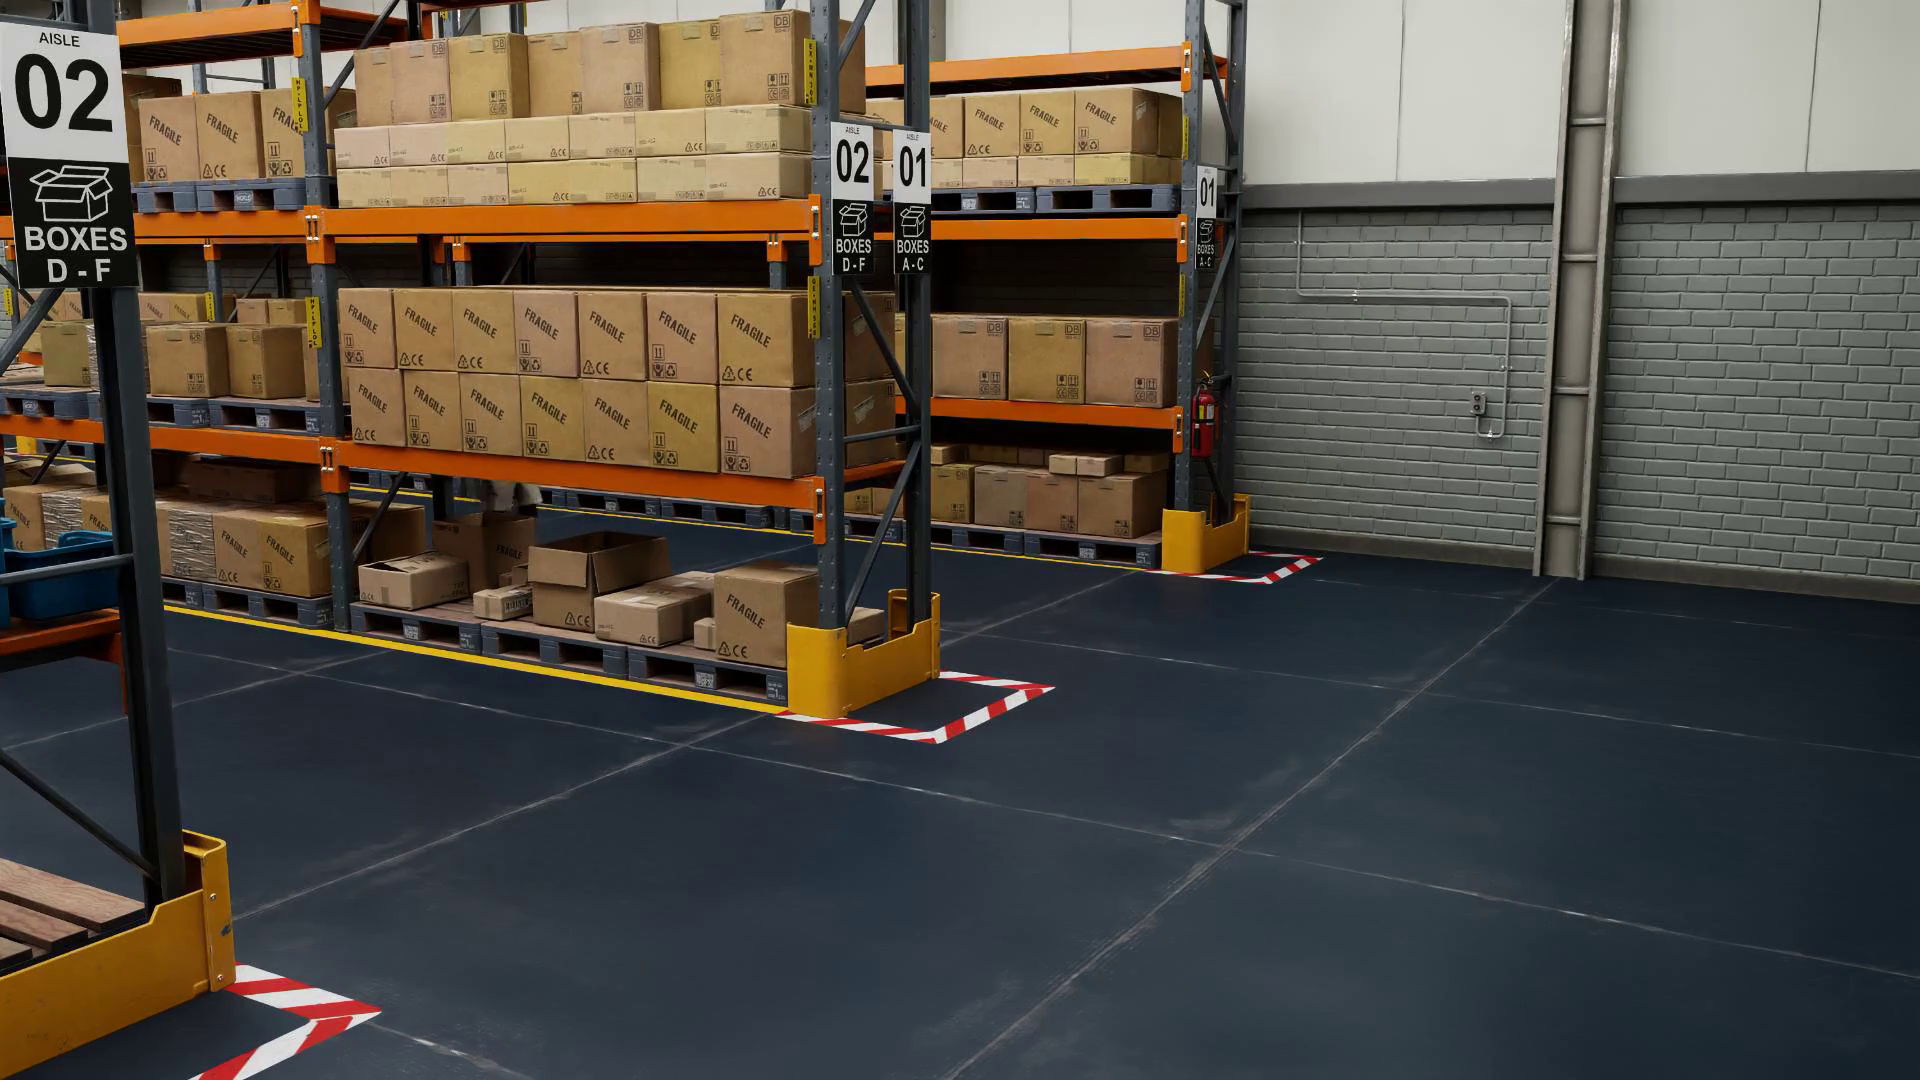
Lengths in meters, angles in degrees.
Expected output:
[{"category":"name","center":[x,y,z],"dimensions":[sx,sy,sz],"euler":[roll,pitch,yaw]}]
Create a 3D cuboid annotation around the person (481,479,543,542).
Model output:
[{"category":"person","center":[-3.460,-0.580,12.597],"dimensions":[0.773,1.947,0.622],"euler":[6,12,33]}]
